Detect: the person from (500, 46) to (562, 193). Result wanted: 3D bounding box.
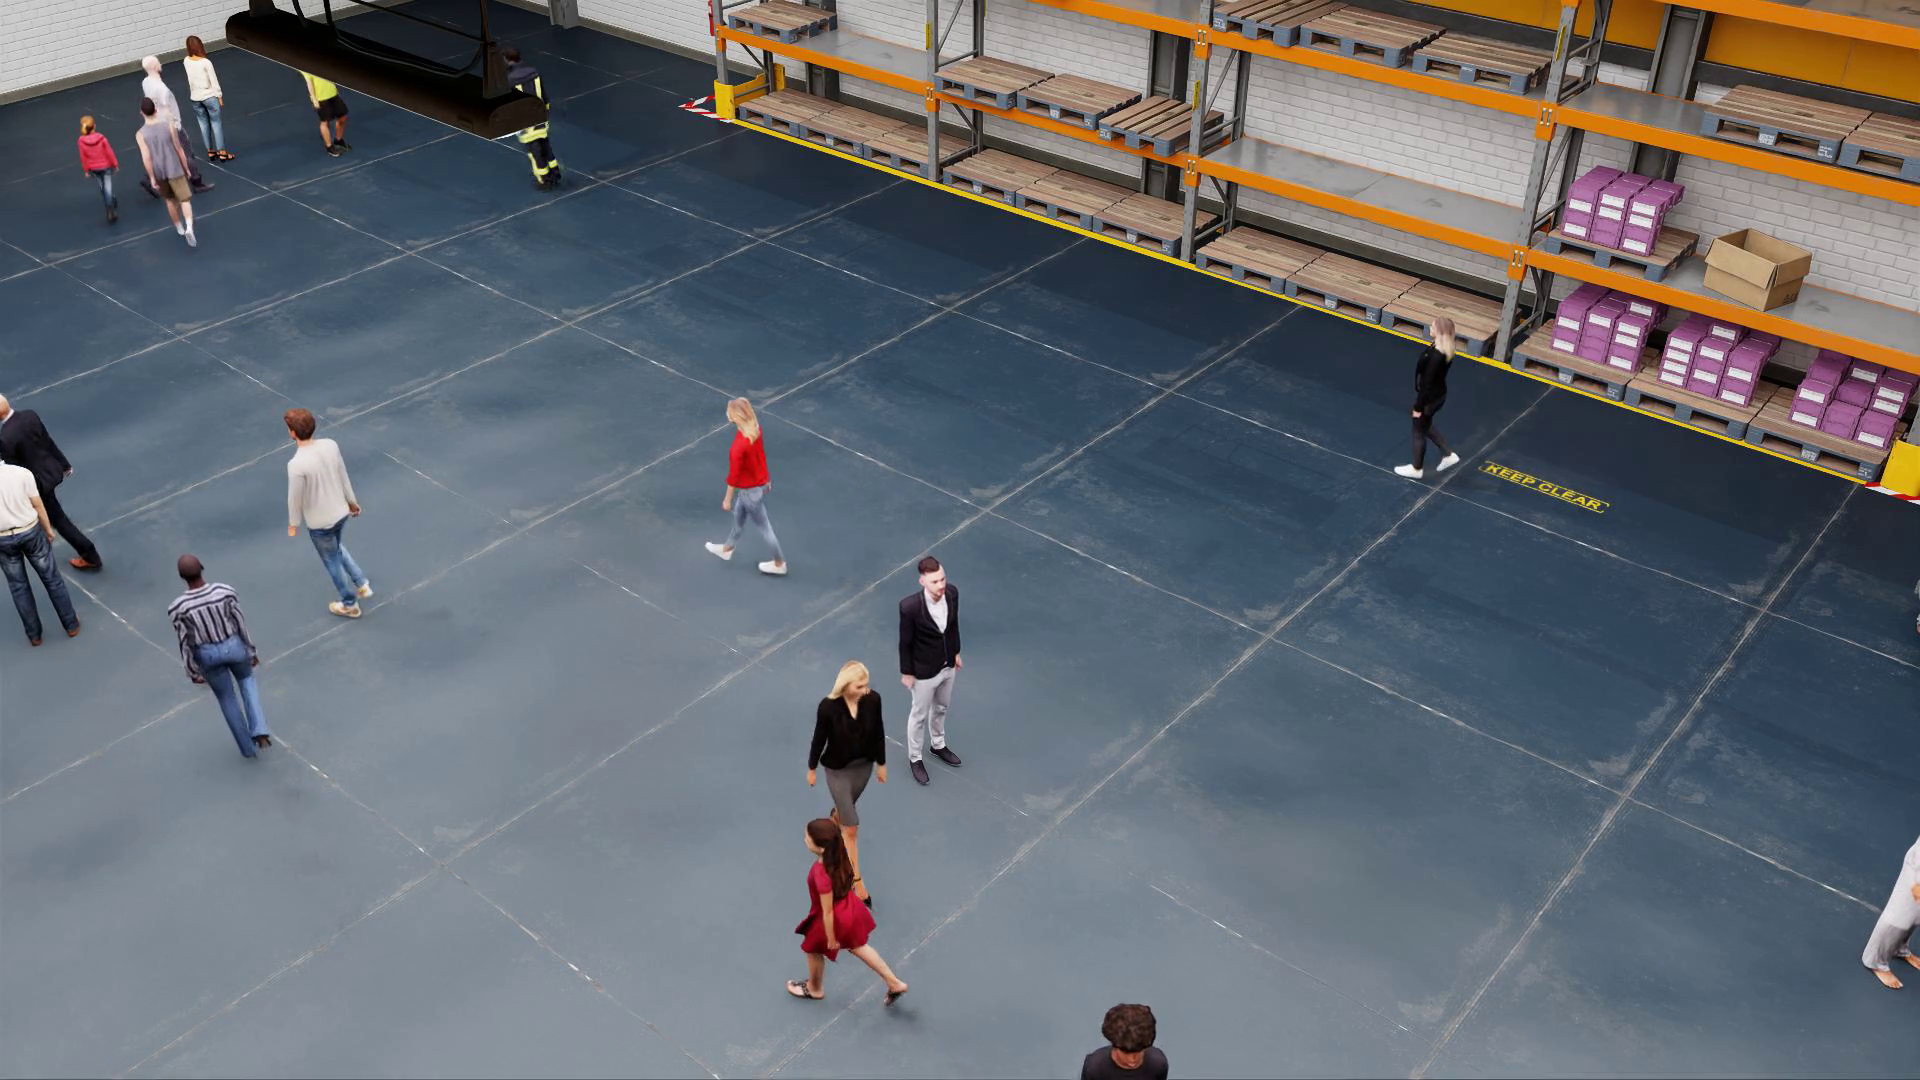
[{"bbox_3d":[-5.469,-5.384,21.268,0.825,1.900,0.666,-25,41,-32],"label":"person"}]

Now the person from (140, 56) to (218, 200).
[{"bbox_3d":[-10.112,-5.196,21.070,1.065,1.807,0.776,28,43,36],"label":"person"}]

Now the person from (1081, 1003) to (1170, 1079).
[{"bbox_3d":[0.835,3.023,8.741,0.916,1.766,1.002,-6,34,-8],"label":"person"}]

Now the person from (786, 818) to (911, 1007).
[{"bbox_3d":[-0.683,2.286,10.068,1.093,1.525,0.789,11,35,16],"label":"person"}]

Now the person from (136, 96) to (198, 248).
[{"bbox_3d":[-9.519,-4.401,20.028,0.934,1.828,1.188,-16,37,-22],"label":"person"}]

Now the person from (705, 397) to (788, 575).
[{"bbox_3d":[-1.670,-0.403,13.979,1.109,1.674,0.908,8,35,12],"label":"person"}]

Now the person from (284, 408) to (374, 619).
[{"bbox_3d":[-5.039,-0.175,13.447,0.773,1.884,0.776,11,35,16],"label":"person"}]

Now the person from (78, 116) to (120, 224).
[{"bbox_3d":[-10.655,-4.568,20.598,0.858,1.283,0.966,-6,34,-10],"label":"person"}]

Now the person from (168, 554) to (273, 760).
[{"bbox_3d":[-5.253,0.903,11.921,0.722,1.777,0.739,-21,39,-29],"label":"person"}]

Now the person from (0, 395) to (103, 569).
[{"bbox_3d":[-7.674,-0.463,14.002,1.227,1.748,1.121,4,34,6],"label":"person"}]

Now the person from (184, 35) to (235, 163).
[{"bbox_3d":[-10.100,-5.903,22.251,0.623,1.678,0.753,9,35,13],"label":"person"}]

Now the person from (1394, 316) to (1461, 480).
[{"bbox_3d":[4.408,-1.261,15.271,0.870,1.672,0.732,15,36,21],"label":"person"}]

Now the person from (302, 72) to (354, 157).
[{"bbox_3d":[-8.633,-6.019,22.410,0.658,1.694,0.677,18,38,25],"label":"person"}]

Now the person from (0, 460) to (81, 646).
[{"bbox_3d":[-7.491,-0.007,13.226,0.734,1.848,0.714,-15,36,-21],"label":"person"}]

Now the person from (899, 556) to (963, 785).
[{"bbox_3d":[-0.208,0.884,11.889,0.704,1.844,0.631,-22,40,-30],"label":"person"}]

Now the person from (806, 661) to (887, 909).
[{"bbox_3d":[-0.753,1.492,11.023,0.960,1.791,1.198,-14,36,-20],"label":"person"}]

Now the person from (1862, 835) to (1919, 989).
[{"bbox_3d":[6.028,2.002,10.300,0.696,1.740,0.646,-20,38,-27],"label":"person"}]
